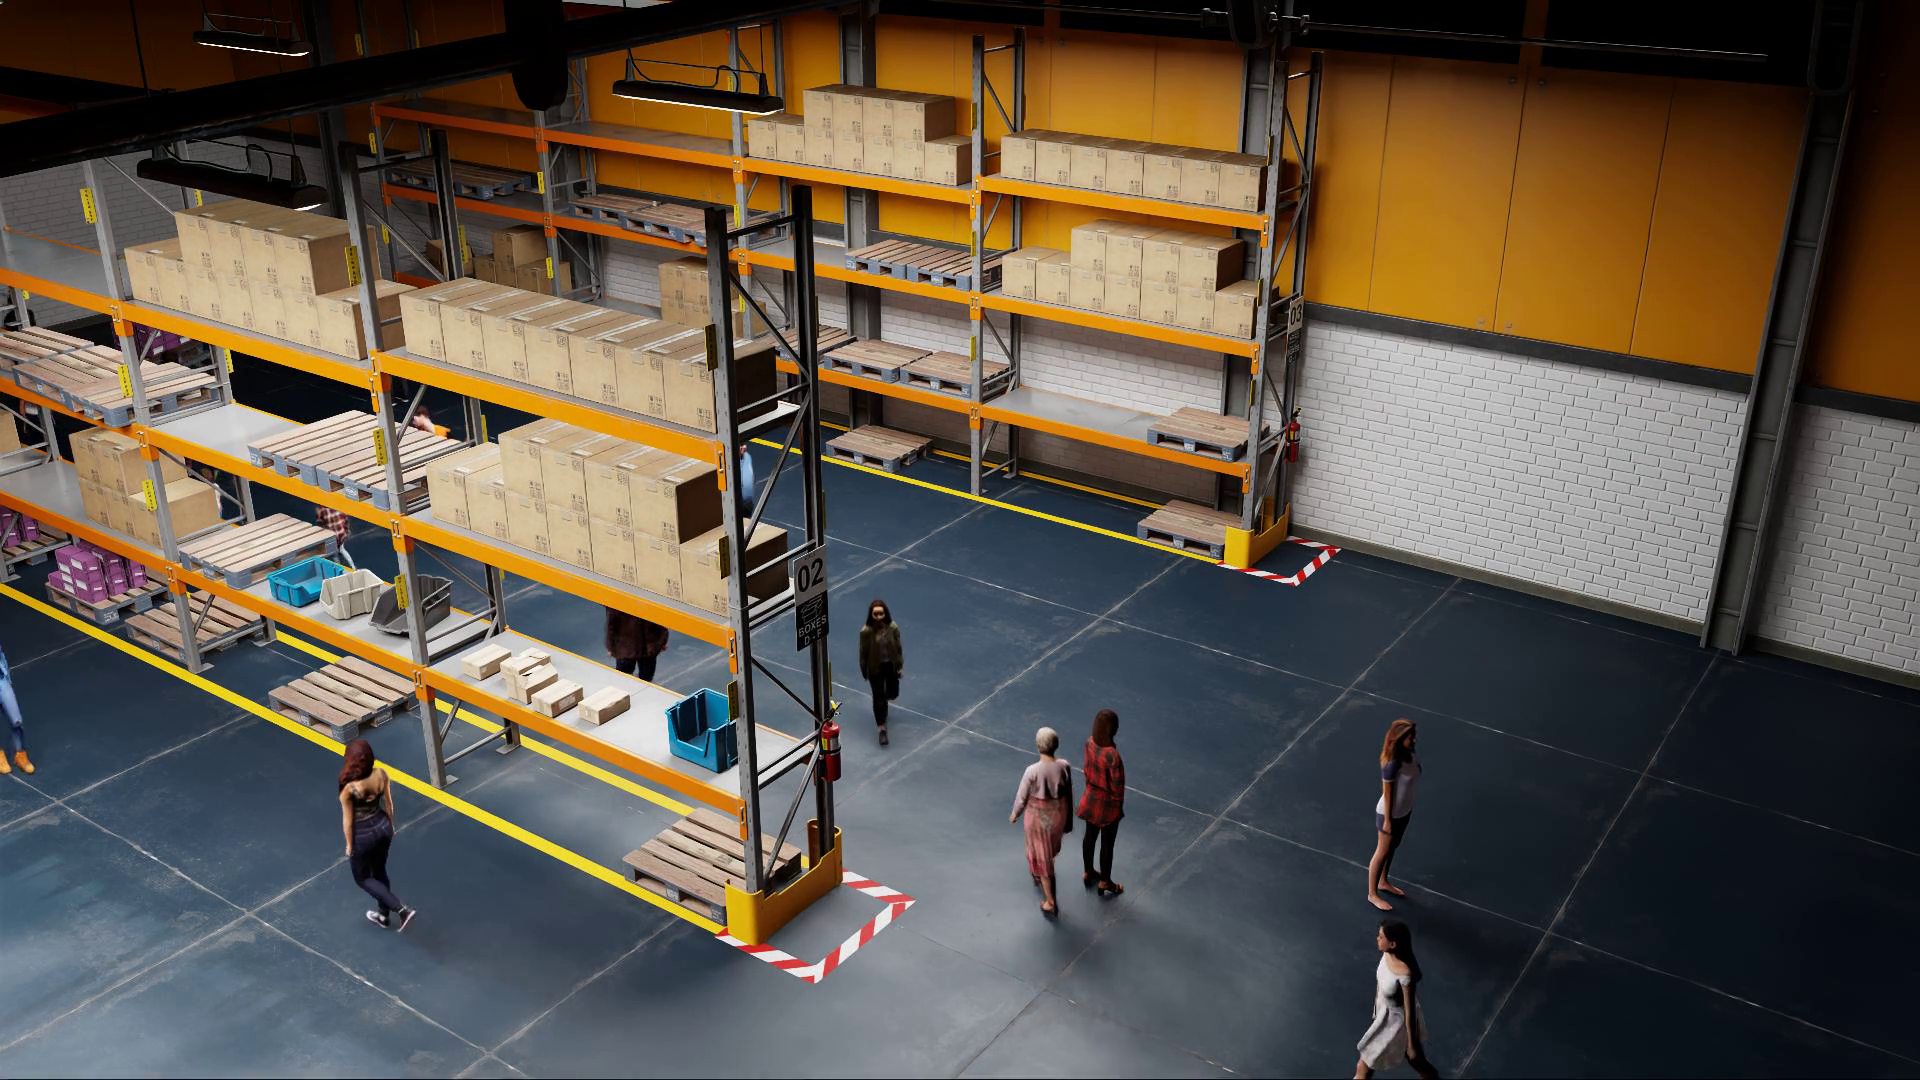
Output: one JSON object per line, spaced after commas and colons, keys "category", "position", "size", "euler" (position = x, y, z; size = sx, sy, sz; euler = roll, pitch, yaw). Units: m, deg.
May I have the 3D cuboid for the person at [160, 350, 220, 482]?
{"category": "person", "position": [-10.493, -1.673, 22.637], "size": [1.213, 1.835, 0.901], "euler": [7, 25, 16]}

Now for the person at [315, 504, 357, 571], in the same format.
{"category": "person", "position": [-7.365, -0.067, 19.637], "size": [0.637, 1.296, 0.554], "euler": [21, 31, 39]}

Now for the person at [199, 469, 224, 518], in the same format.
{"category": "person", "position": [-9.319, -0.399, 20.747], "size": [0.509, 1.015, 0.431], "euler": [14, 27, 29]}

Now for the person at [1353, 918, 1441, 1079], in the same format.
{"category": "person", "position": [3.063, 3.340, 11.315], "size": [1.299, 1.720, 1.100], "euler": [-2, 24, -4]}

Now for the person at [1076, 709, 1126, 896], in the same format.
{"category": "person", "position": [1.196, 2.191, 13.966], "size": [0.742, 1.701, 0.607], "euler": [-15, 28, -31]}

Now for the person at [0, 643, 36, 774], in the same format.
{"category": "person", "position": [-9.224, 1.430, 15.713], "size": [0.665, 1.696, 0.748], "euler": [-22, 32, -40]}

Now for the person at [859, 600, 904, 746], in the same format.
{"category": "person", "position": [-0.769, 1.247, 16.424], "size": [0.890, 1.461, 0.988], "euler": [-6, 24, -14]}

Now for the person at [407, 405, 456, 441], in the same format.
{"category": "person", "position": [-6.344, -0.805, 20.641], "size": [0.813, 1.844, 0.985], "euler": [-3, 24, -7]}

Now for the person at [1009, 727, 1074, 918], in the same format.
{"category": "person", "position": [0.735, 2.351, 13.641], "size": [0.851, 1.669, 1.000], "euler": [-11, 26, -23]}

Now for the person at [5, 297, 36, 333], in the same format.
{"category": "person", "position": [-14.681, -3.035, 26.011], "size": [1.031, 1.629, 0.824], "euler": [7, 25, 17]}

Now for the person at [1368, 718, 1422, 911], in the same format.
{"category": "person", "position": [3.597, 2.240, 13.815], "size": [0.543, 1.733, 0.592], "euler": [17, 29, 34]}

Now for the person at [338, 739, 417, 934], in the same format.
{"category": "person", "position": [-4.675, 2.424, 13.362], "size": [0.878, 1.758, 0.628], "euler": [14, 27, 30]}
